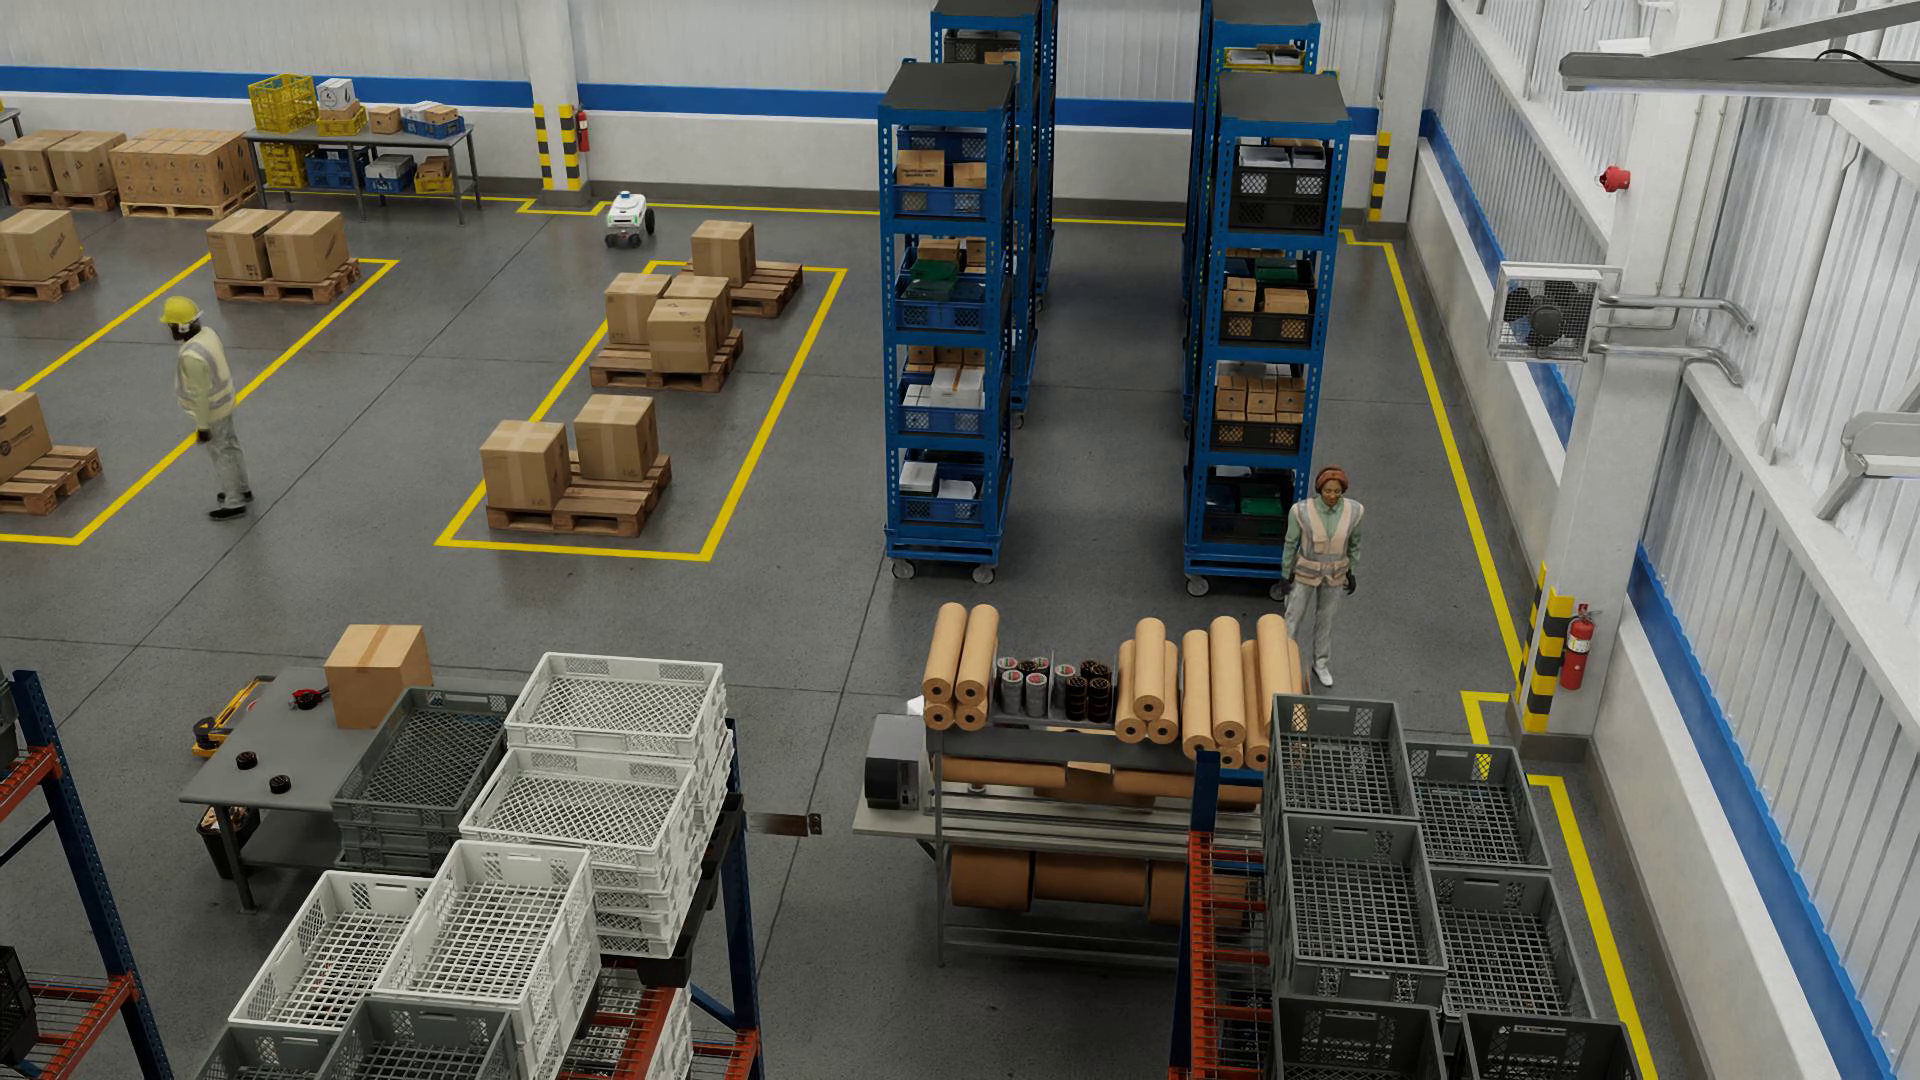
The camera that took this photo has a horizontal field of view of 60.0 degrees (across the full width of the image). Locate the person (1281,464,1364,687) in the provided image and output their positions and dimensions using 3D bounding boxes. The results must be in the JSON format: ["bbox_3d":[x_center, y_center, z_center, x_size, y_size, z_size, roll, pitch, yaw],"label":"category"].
[{"bbox_3d":[2.347,0.240,10.881,0.517,1.639,0.314,-2,30,-4],"label":"person"}]

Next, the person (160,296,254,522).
[{"bbox_3d":[-5.816,-1.030,12.877,0.403,1.828,0.599,-6,31,-10],"label":"person"}]

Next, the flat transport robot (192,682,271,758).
[{"bbox_3d":[-4.089,1.163,10.648,1.431,0.197,0.652,3,30,6],"label":"flat transport robot"}]

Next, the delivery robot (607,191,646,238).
[{"bbox_3d":[-3.712,-3.644,18.535,0.477,0.478,0.707,-1,30,-2],"label":"delivery robot"}]

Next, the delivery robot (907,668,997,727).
[{"bbox_3d":[0.016,1.047,10.471,0.707,0.478,0.477,-21,36,-32],"label":"delivery robot"}]
